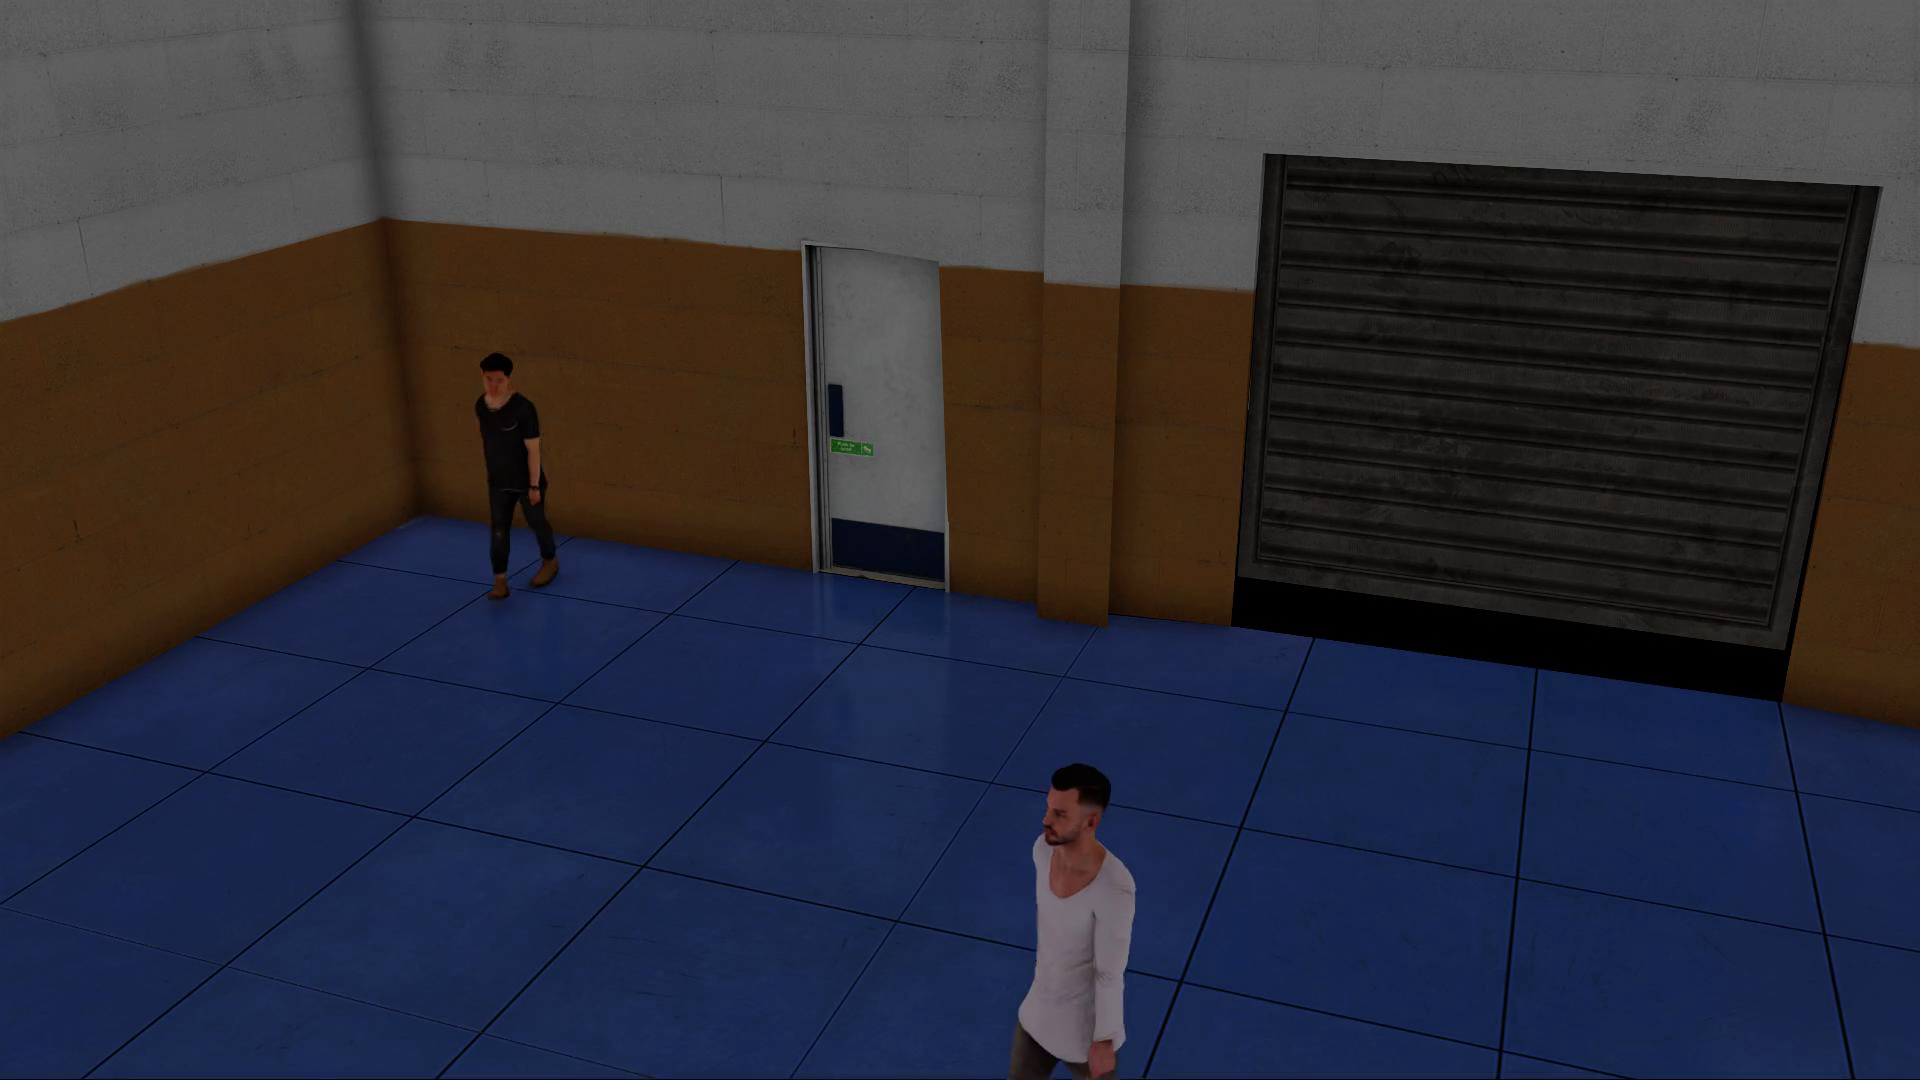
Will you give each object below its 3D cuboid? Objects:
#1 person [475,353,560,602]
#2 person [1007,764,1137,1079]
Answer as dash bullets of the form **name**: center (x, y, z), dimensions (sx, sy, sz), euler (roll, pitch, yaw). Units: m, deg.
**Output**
- **person**: center (-2.884, -0.456, 10.913), dimensions (0.911, 1.672, 0.719), euler (9, 24, 21)
- **person**: center (0.458, 1.583, 5.684), dimensions (1.069, 1.787, 1.066), euler (-14, 26, -31)
